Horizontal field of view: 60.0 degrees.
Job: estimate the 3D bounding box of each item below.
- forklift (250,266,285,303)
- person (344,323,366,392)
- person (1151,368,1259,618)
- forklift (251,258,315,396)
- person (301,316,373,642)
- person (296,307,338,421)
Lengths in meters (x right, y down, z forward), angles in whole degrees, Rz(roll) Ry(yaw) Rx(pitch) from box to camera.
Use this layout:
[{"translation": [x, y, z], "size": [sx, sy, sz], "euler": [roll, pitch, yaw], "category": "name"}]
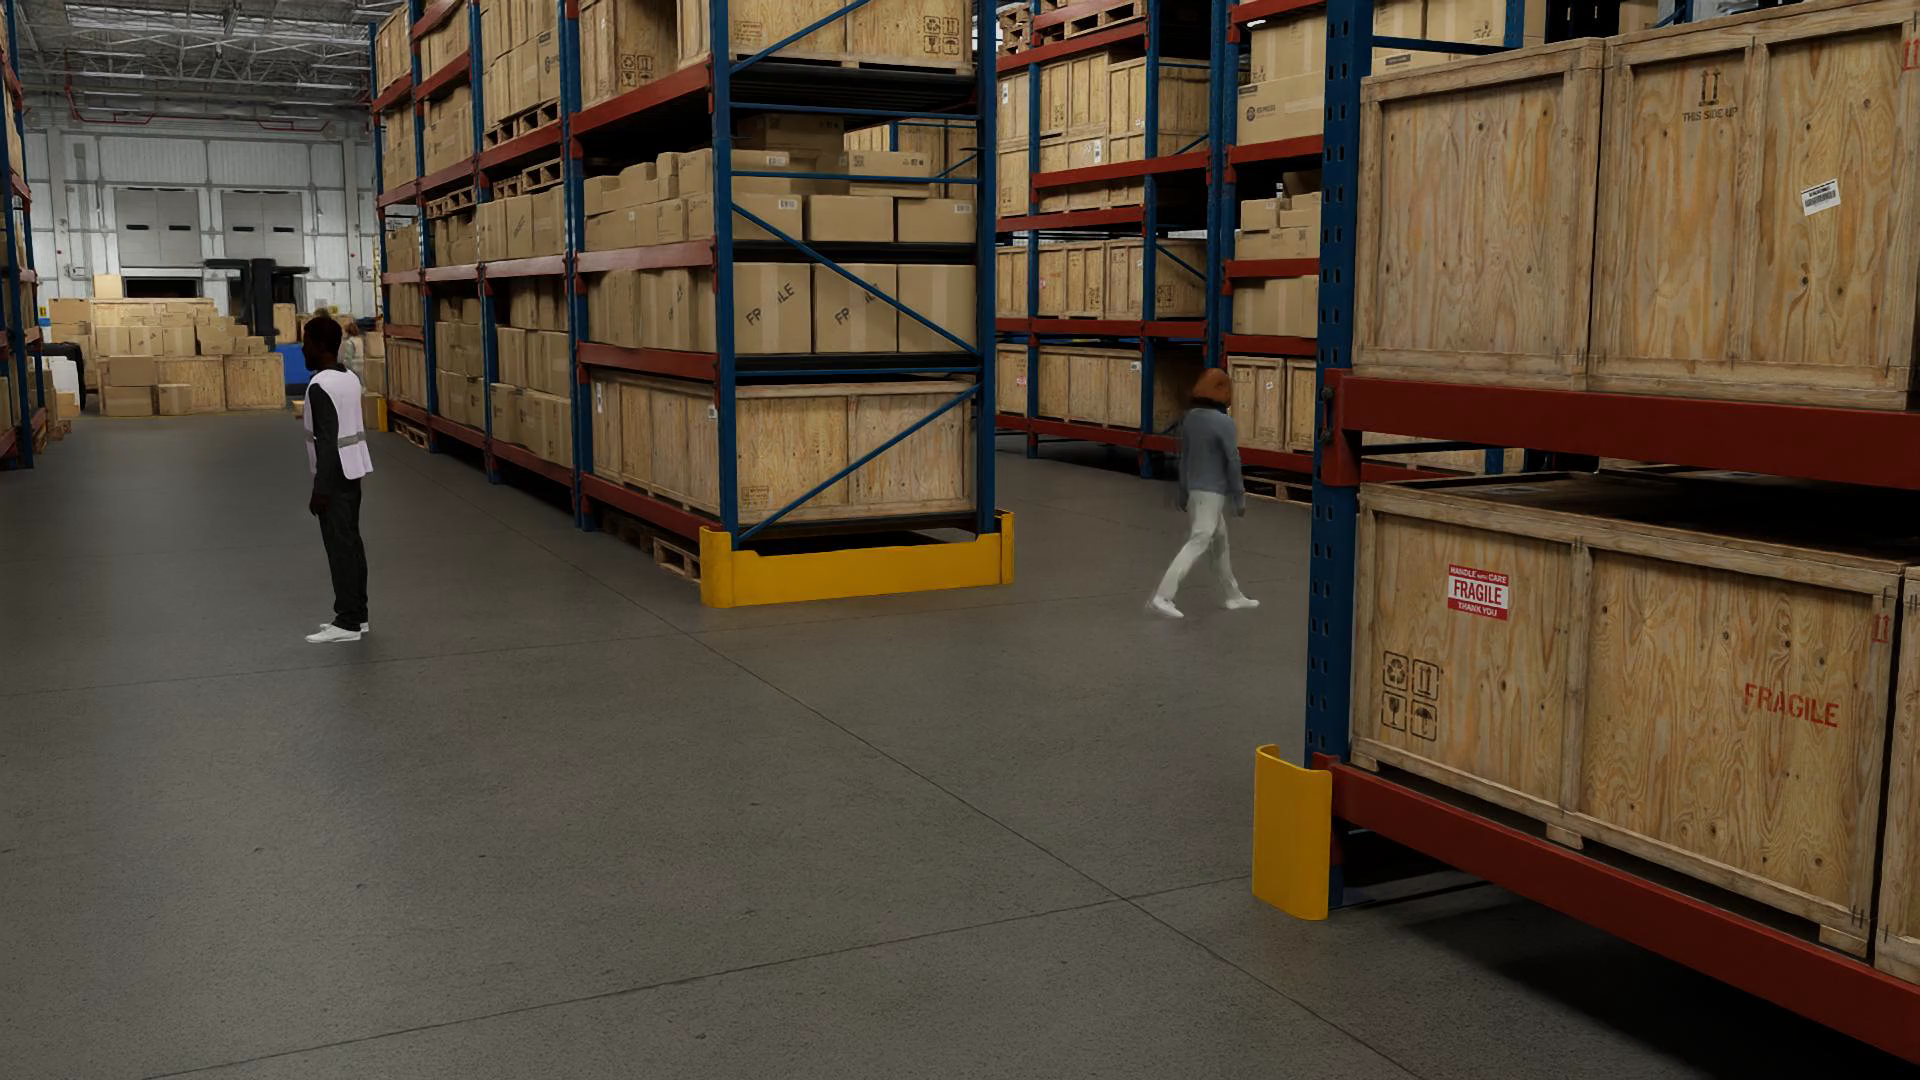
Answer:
[{"translation": [-17.121, -5.368, 41.102], "size": [1.873, 2.768, 1.129], "euler": [5, 10, 30], "category": "forklift"}, {"translation": [-10.297, -2.904, 28.432], "size": [0.674, 1.617, 0.523], "euler": [2, 8, 12], "category": "person"}, {"translation": [1.569, -0.302, 10.590], "size": [0.856, 1.591, 0.516], "euler": [-4, 9, -25], "category": "person"}, {"translation": [-14.019, -4.277, 33.585], "size": [1.873, 2.768, 1.129], "euler": [-4, 9, -27], "category": "forklift"}, {"translation": [-3.692, -0.357, 9.849], "size": [0.390, 1.919, 0.591], "euler": [-1, 8, -6], "category": "person"}, {"translation": [-10.542, -2.933, 27.734], "size": [1.009, 1.893, 0.647], "euler": [-3, 9, -18], "category": "person"}]
